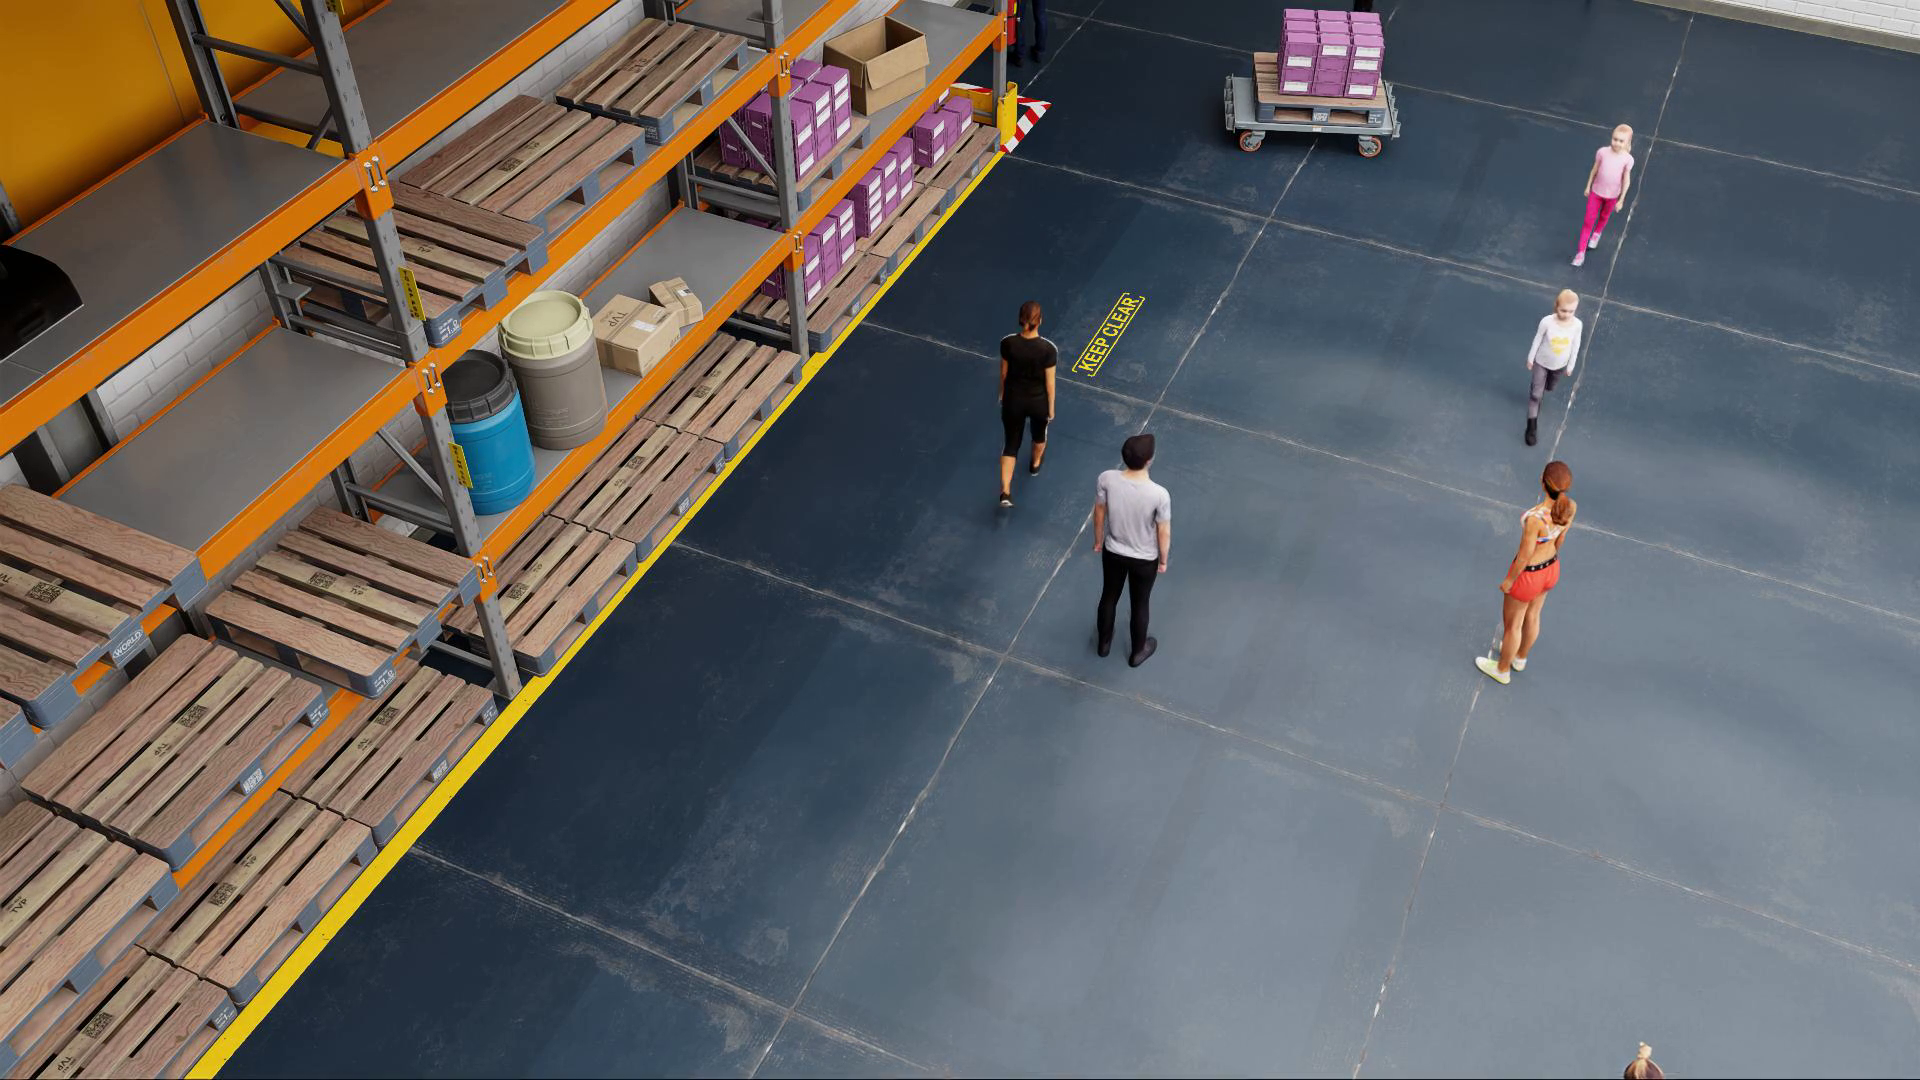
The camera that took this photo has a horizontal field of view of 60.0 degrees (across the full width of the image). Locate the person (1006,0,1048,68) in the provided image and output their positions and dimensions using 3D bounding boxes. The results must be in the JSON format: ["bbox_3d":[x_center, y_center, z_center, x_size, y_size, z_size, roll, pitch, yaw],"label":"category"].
[{"bbox_3d":[0.706,-5.740,16.865,0.711,1.886,0.791,-17,46,-17],"label":"person"}]

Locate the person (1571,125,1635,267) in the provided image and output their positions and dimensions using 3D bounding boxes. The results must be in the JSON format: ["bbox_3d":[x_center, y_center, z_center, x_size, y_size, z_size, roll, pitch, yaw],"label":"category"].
[{"bbox_3d":[5.651,-3.058,14.516,0.532,1.241,0.887,21,47,20],"label":"person"}]

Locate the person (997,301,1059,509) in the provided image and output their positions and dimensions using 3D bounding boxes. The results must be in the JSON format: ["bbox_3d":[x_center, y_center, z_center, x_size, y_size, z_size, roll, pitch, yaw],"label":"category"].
[{"bbox_3d":[0.456,-0.950,12.014,0.714,1.640,1.095,10,45,10],"label":"person"}]

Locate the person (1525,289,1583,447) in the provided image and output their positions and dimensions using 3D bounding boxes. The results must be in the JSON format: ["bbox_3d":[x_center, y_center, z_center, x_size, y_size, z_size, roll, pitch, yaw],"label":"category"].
[{"bbox_3d":[4.527,-1.402,12.765,0.684,1.259,0.945,4,44,4],"label":"person"}]

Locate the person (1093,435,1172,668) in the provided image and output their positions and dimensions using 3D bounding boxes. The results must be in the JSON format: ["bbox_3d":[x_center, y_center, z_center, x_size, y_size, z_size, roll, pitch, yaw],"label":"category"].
[{"bbox_3d":[1.099,0.074,10.778,0.660,1.864,0.536,19,47,19],"label":"person"}]

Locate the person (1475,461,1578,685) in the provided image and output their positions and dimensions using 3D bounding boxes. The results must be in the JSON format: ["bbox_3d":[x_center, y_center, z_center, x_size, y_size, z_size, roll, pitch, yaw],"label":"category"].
[{"bbox_3d":[3.676,0.220,10.678,0.621,1.789,0.713,-23,48,-22],"label":"person"}]
